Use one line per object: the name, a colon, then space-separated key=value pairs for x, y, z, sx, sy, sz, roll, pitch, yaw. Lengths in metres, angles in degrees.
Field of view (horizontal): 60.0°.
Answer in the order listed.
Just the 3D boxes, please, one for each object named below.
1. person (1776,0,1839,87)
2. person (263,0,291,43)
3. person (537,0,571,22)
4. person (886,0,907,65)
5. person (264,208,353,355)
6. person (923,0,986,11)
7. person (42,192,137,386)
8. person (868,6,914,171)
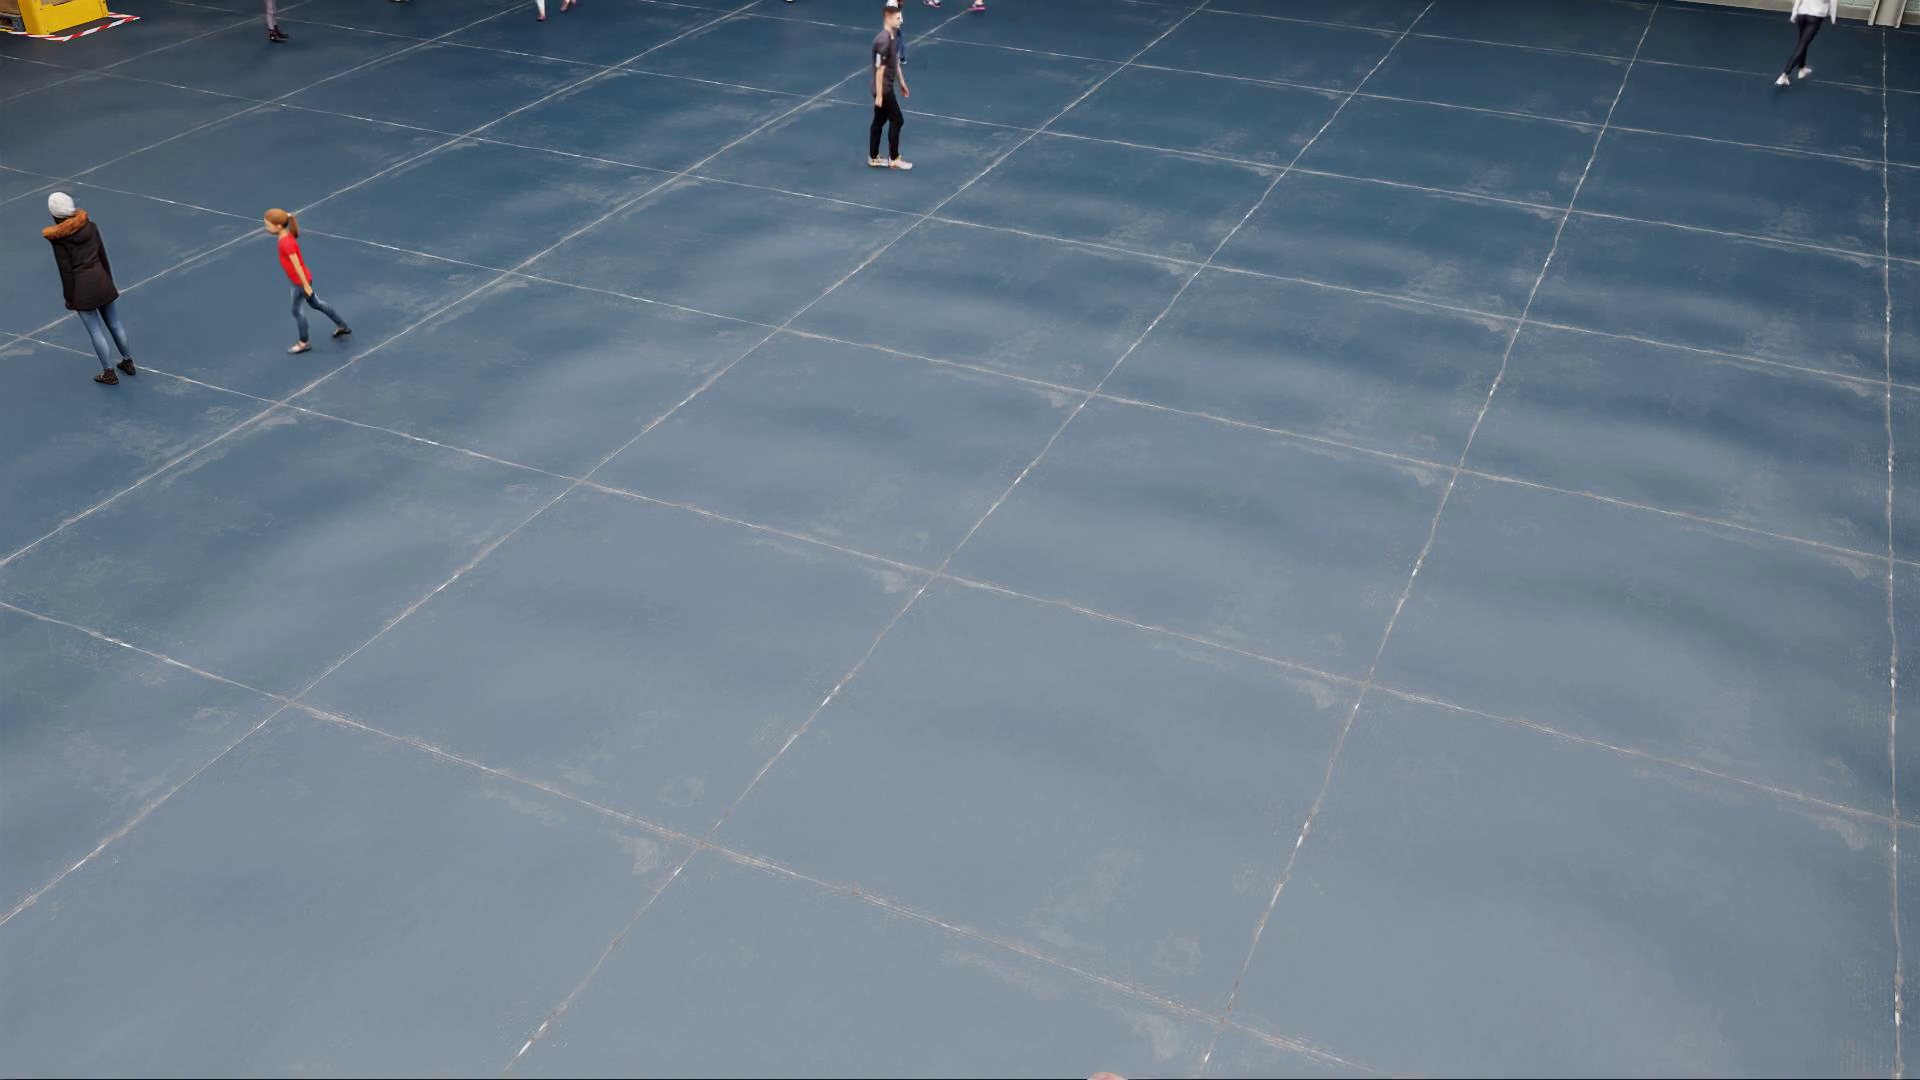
person: x=10.437 y=-6.400 z=20.481 sx=1.045 sy=1.658 sz=1.160 roll=-22 pitch=38 yaw=-30
person: x=-9.334 y=-7.392 z=22.407 sx=0.617 sy=1.279 sz=0.575 roll=-3 pitch=32 yaw=-5
person: x=-5.766 y=-8.126 z=23.298 sx=1.091 sy=1.571 sz=0.863 roll=8 pitch=33 yaw=12
person: x=-0.796 y=-6.702 z=21.485 sx=0.616 sy=1.098 sz=0.479 roll=11 pitch=34 yaw=17
person: x=-5.574 y=-2.228 z=14.220 sx=0.833 sy=1.280 sz=0.800 roll=-13 pitch=34 yaw=-20
person: x=0.059 y=-8.297 z=23.470 sx=1.135 sy=1.678 sz=0.561 roll=14 pitch=35 yaw=21
person: x=-7.142 y=-2.072 z=13.641 sx=0.584 sy=1.635 sz=0.624 roll=15 pitch=35 yaw=22
person: x=-0.909 y=-4.885 z=18.002 sx=0.853 sy=1.740 sz=0.767 roll=4 pitch=32 yaw=6
